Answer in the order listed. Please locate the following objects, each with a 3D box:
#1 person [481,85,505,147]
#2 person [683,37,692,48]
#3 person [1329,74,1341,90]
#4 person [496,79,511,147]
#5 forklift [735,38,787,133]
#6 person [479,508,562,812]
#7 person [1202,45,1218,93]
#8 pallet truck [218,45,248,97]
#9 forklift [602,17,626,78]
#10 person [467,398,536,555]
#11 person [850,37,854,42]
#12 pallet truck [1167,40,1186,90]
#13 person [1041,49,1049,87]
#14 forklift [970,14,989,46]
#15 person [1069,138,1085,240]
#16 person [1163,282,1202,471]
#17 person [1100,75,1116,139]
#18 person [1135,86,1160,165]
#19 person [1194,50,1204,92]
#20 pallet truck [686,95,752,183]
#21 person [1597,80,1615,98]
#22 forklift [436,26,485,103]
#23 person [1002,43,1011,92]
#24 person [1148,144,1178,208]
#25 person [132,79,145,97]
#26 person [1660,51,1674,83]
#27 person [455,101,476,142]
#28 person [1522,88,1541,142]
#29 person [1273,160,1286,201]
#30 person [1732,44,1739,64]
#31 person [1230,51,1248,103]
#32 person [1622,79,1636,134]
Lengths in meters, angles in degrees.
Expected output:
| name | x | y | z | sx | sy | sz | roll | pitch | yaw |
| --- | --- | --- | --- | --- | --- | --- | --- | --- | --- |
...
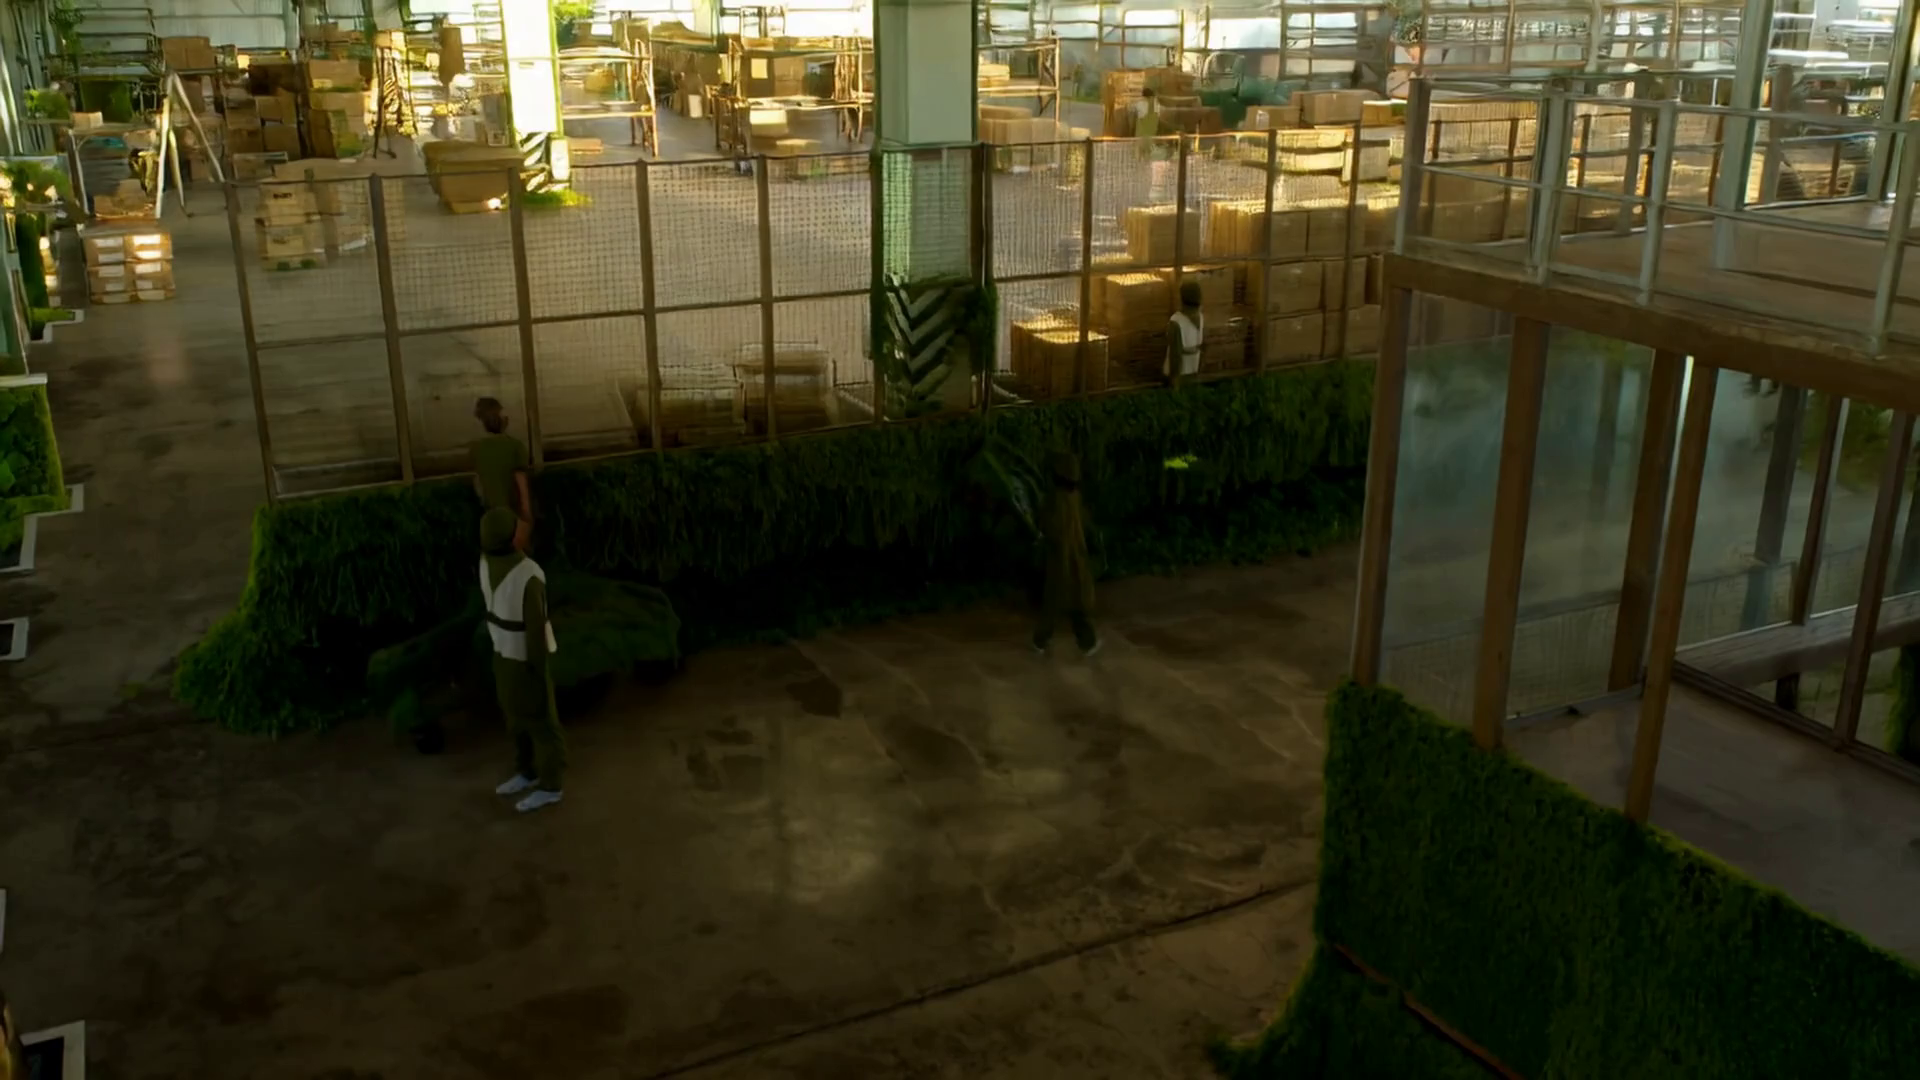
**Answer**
| name | x | y | z | sx | sy | sz | roll | pitch | yaw |
| --- | --- | --- | --- | --- | --- | --- | --- | --- | --- |
| person | -12.849 | -11.590 | 45.858 | 0.663 | 1.825 | 0.432 | 3 | 19 | 9 |
| person | -12.245 | -21.514 | 74.473 | 0.542 | 1.929 | 0.374 | -5 | 20 | -13 |
| person | 12.142 | -14.286 | 53.975 | 0.315 | 1.629 | 0.508 | -9 | 21 | -23 |
| person | -12.905 | -12.070 | 47.120 | 0.435 | 1.925 | 0.634 | -12 | 22 | -31 |
| forklift | -6.218 | -14.166 | 51.736 | 1.129 | 2.768 | 1.873 | -9 | 21 | -25 |
| person | -2.670 | 0.705 | 10.103 | 0.585 | 1.911 | 0.391 | 17 | 26 | 41 |
| person | 10.193 | -19.139 | 67.654 | 0.788 | 1.882 | 0.629 | -1 | 19 | -4 |
| pallet truck | -28.879 | -18.665 | 66.111 | 0.823 | 1.965 | 1.885 | -3 | 19 | -9 |
| forklift | -14.830 | -21.538 | 73.104 | 1.873 | 2.768 | 1.129 | -3 | 19 | -9 |
| person | -3.429 | -0.171 | 12.761 | 0.694 | 1.834 | 0.351 | 9 | 21 | 24 |
| person | -4.819 | -21.674 | 74.971 | 0.663 | 1.897 | 0.939 | -18 | 26 | -42 |
| pallet truck | 9.045 | -19.971 | 69.895 | 0.823 | 1.965 | 1.885 | -3 | 19 | -8 |
| person | 3.484 | -19.563 | 69.165 | 0.318 | 1.695 | 0.540 | 12 | 22 | 31 |
| forklift | 0.854 | -23.231 | 78.012 | 1.129 | 2.768 | 1.873 | -9 | 21 | -25 |
| person | 2.271 | -6.625 | 31.399 | 0.350 | 1.878 | 0.567 | -16 | 24 | -38 |
| person | 2.290 | -1.687 | 17.011 | 0.391 | 1.920 | 0.587 | 11 | 22 | 30 |
| person | 4.442 | -12.946 | 49.750 | 0.503 | 1.861 | 0.331 | 14 | 24 | 36 |
| person | 4.845 | -10.770 | 43.157 | 0.742 | 2.000 | 0.691 | -10 | 21 | -26 |
| person | 9.841 | -19.273 | 68.349 | 0.364 | 1.669 | 0.615 | -2 | 19 | -5 |
| pallet truck | -5.836 | -9.608 | 39.856 | 0.823 | 1.965 | 1.885 | 10 | 22 | 27 |
| person | 20.459 | -13.920 | 52.817 | 0.557 | 1.677 | 0.526 | 13 | 23 | 32 |
| forklift | -18.846 | -17.774 | 62.194 | 1.873 | 2.768 | 1.129 | 3 | 19 | 10 |
| person | 1.872 | -19.108 | 67.393 | 0.371 | 1.997 | 0.622 | 7 | 20 | 20 |
| person | 3.674 | -6.213 | 30.170 | 0.617 | 1.895 | 0.995 | 11 | 22 | 28 |
| person | -25.368 | -13.405 | 51.418 | 0.526 | 1.631 | 0.320 | 6 | 20 | 17 |
| person | 29.312 | -19.525 | 69.008 | 0.530 | 1.730 | 0.856 | -11 | 22 | -28 |
| person | -11.676 | -9.379 | 39.299 | 0.368 | 1.927 | 0.587 | 10 | 21 | 27 |
| person | 14.842 | -10.707 | 43.089 | 0.607 | 1.966 | 0.367 | 5 | 20 | 15 |
| person | 5.272 | -5.407 | 27.845 | 0.355 | 1.887 | 0.573 | 1 | 19 | 4 |
| person | 33.751 | -20.718 | 72.364 | 0.731 | 1.800 | 0.598 | -8 | 21 | -22 |
| person | 10.591 | -17.634 | 63.275 | 0.625 | 1.912 | 0.901 | -13 | 23 | -32 |
| person | 20.237 | -13.073 | 50.089 | 0.648 | 1.878 | 0.846 | 2 | 19 | 5 |
